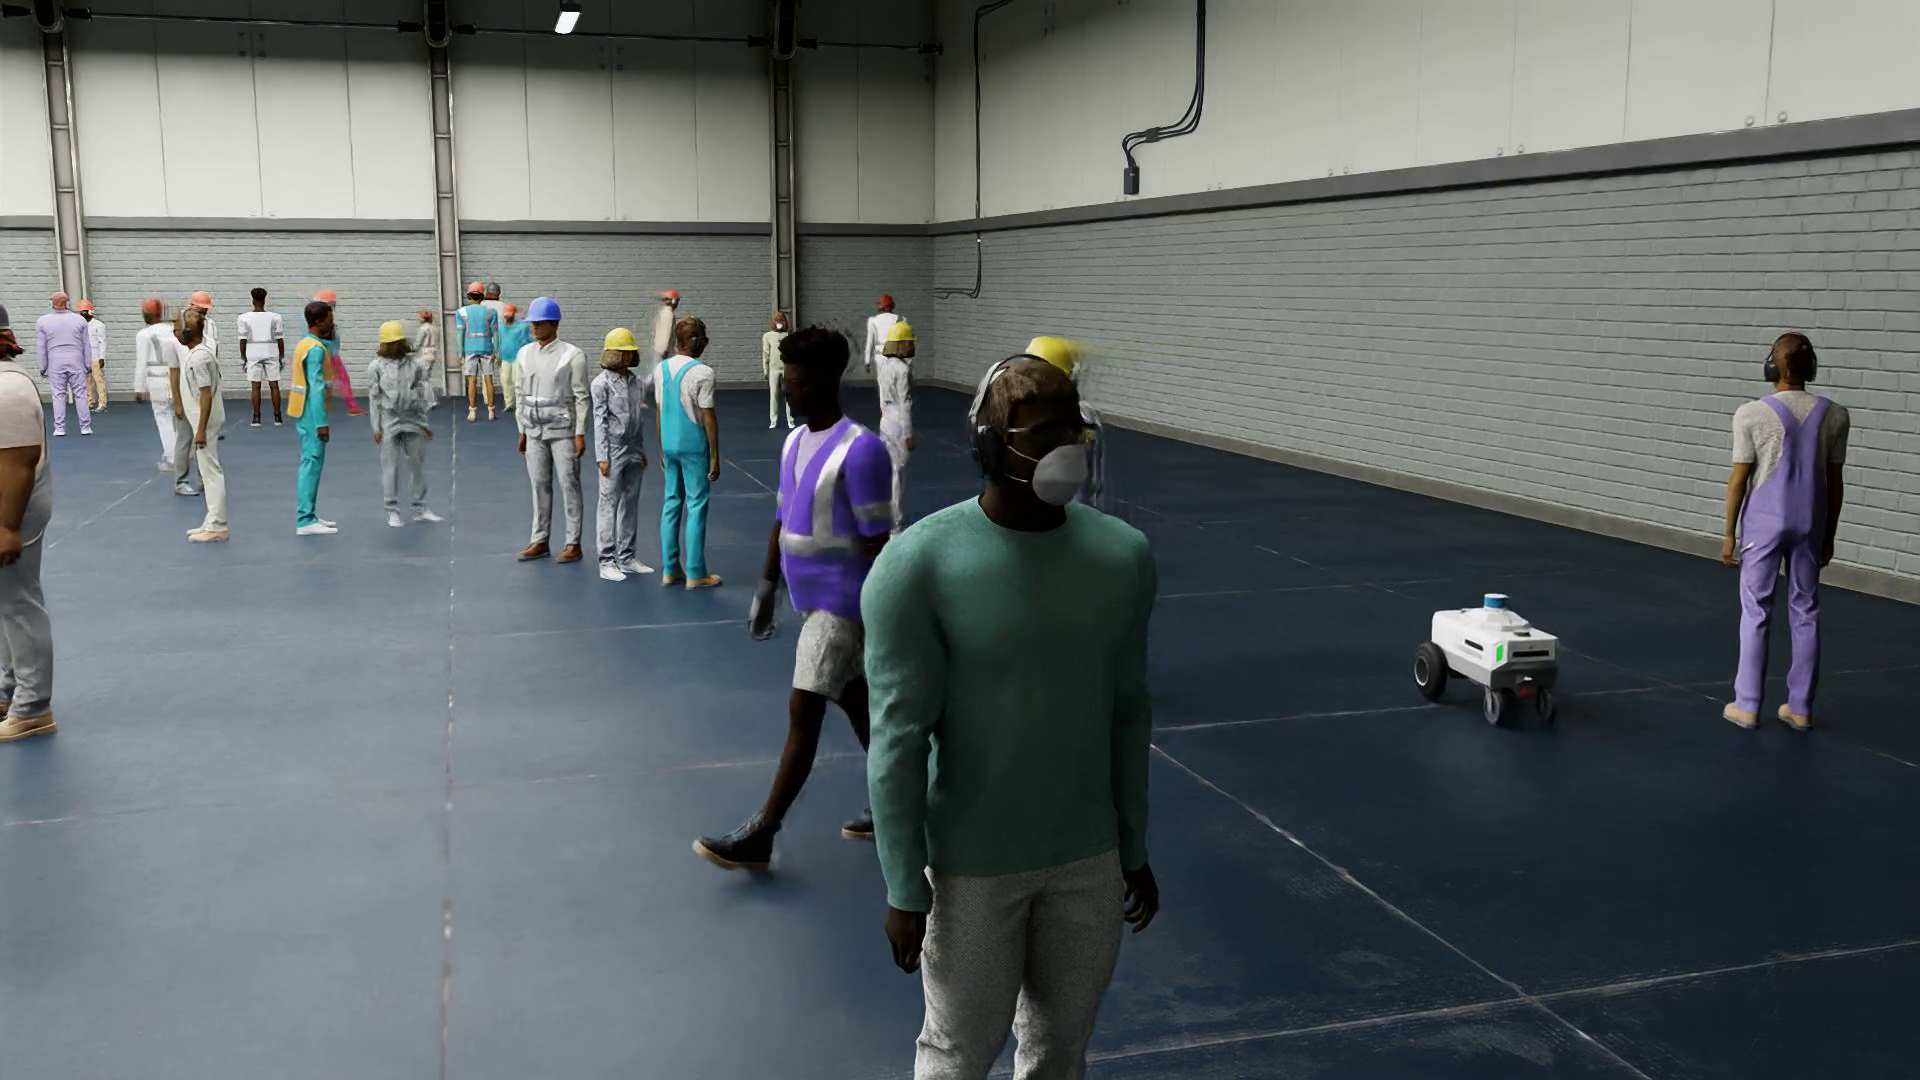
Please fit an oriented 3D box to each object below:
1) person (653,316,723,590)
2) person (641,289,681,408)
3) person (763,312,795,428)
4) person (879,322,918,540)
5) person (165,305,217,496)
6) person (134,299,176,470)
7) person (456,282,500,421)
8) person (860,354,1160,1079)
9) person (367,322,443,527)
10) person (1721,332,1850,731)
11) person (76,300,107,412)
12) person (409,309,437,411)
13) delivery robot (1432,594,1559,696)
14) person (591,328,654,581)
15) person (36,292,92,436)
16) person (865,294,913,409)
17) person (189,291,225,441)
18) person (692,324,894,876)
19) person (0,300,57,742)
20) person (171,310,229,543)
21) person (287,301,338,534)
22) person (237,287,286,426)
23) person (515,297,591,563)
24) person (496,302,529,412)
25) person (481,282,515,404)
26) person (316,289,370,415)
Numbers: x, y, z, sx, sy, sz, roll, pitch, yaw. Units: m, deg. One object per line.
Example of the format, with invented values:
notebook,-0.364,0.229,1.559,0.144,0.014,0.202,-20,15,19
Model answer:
person,-1.822,-0.580,11.171,0.517,1.836,0.349,5,10,31
person,-4.840,-3.089,26.899,0.996,1.941,0.635,-5,10,-28
person,-2.492,-2.361,23.196,0.501,1.627,0.283,-1,9,-4
person,-0.478,-0.863,13.287,0.315,1.737,0.486,-4,10,-22
person,-7.406,-1.345,16.060,0.404,1.834,0.562,4,10,22
person,-8.725,-1.678,18.067,0.608,1.863,0.622,3,9,18
person,-7.100,-2.778,24.525,0.609,2.043,0.379,-3,9,-19
person,0.119,0.618,3.190,0.629,1.940,0.372,-5,10,-31
person,-4.680,-0.971,14.061,0.624,1.717,0.350,-8,12,-42
person,3.789,-0.031,7.672,0.506,1.840,0.340,1,9,6
person,-13.661,-2.881,26.099,0.563,1.751,0.329,2,9,14
person,-8.502,-2.838,26.258,0.462,1.616,0.556,-1,9,-4
delivery robot,2.574,0.503,8.023,0.477,0.478,0.707,-2,9,-11
person,-2.339,-0.598,11.567,0.304,1.743,0.494,5,10,27
person,-11.884,-2.330,22.096,0.639,1.911,0.406,-5,10,-31
person,-1.000,-2.544,23.604,0.685,1.860,0.445,1,9,6
person,-9.749,-2.231,21.403,0.376,1.928,0.542,3,10,21
person,-0.538,0.198,5.925,0.971,1.911,0.612,-5,10,-28
person,-4.406,-0.113,7.529,0.536,2.000,0.673,-6,11,-36
person,-5.999,-0.894,13.153,0.351,1.839,0.506,-4,10,-22
person,-5.308,-1.002,13.666,0.412,1.905,0.602,-4,10,-23
person,-9.897,-2.595,23.599,0.611,1.965,0.362,-5,10,-27
person,-2.999,-0.802,12.213,0.605,1.949,0.402,4,10,21
person,-7.003,-2.869,26.097,0.577,1.731,0.518,3,9,18
person,-7.792,-3.304,27.883,0.686,2.000,0.535,-1,9,-6
person,-9.604,-2.831,25.211,1.045,1.943,0.607,-7,11,-38
